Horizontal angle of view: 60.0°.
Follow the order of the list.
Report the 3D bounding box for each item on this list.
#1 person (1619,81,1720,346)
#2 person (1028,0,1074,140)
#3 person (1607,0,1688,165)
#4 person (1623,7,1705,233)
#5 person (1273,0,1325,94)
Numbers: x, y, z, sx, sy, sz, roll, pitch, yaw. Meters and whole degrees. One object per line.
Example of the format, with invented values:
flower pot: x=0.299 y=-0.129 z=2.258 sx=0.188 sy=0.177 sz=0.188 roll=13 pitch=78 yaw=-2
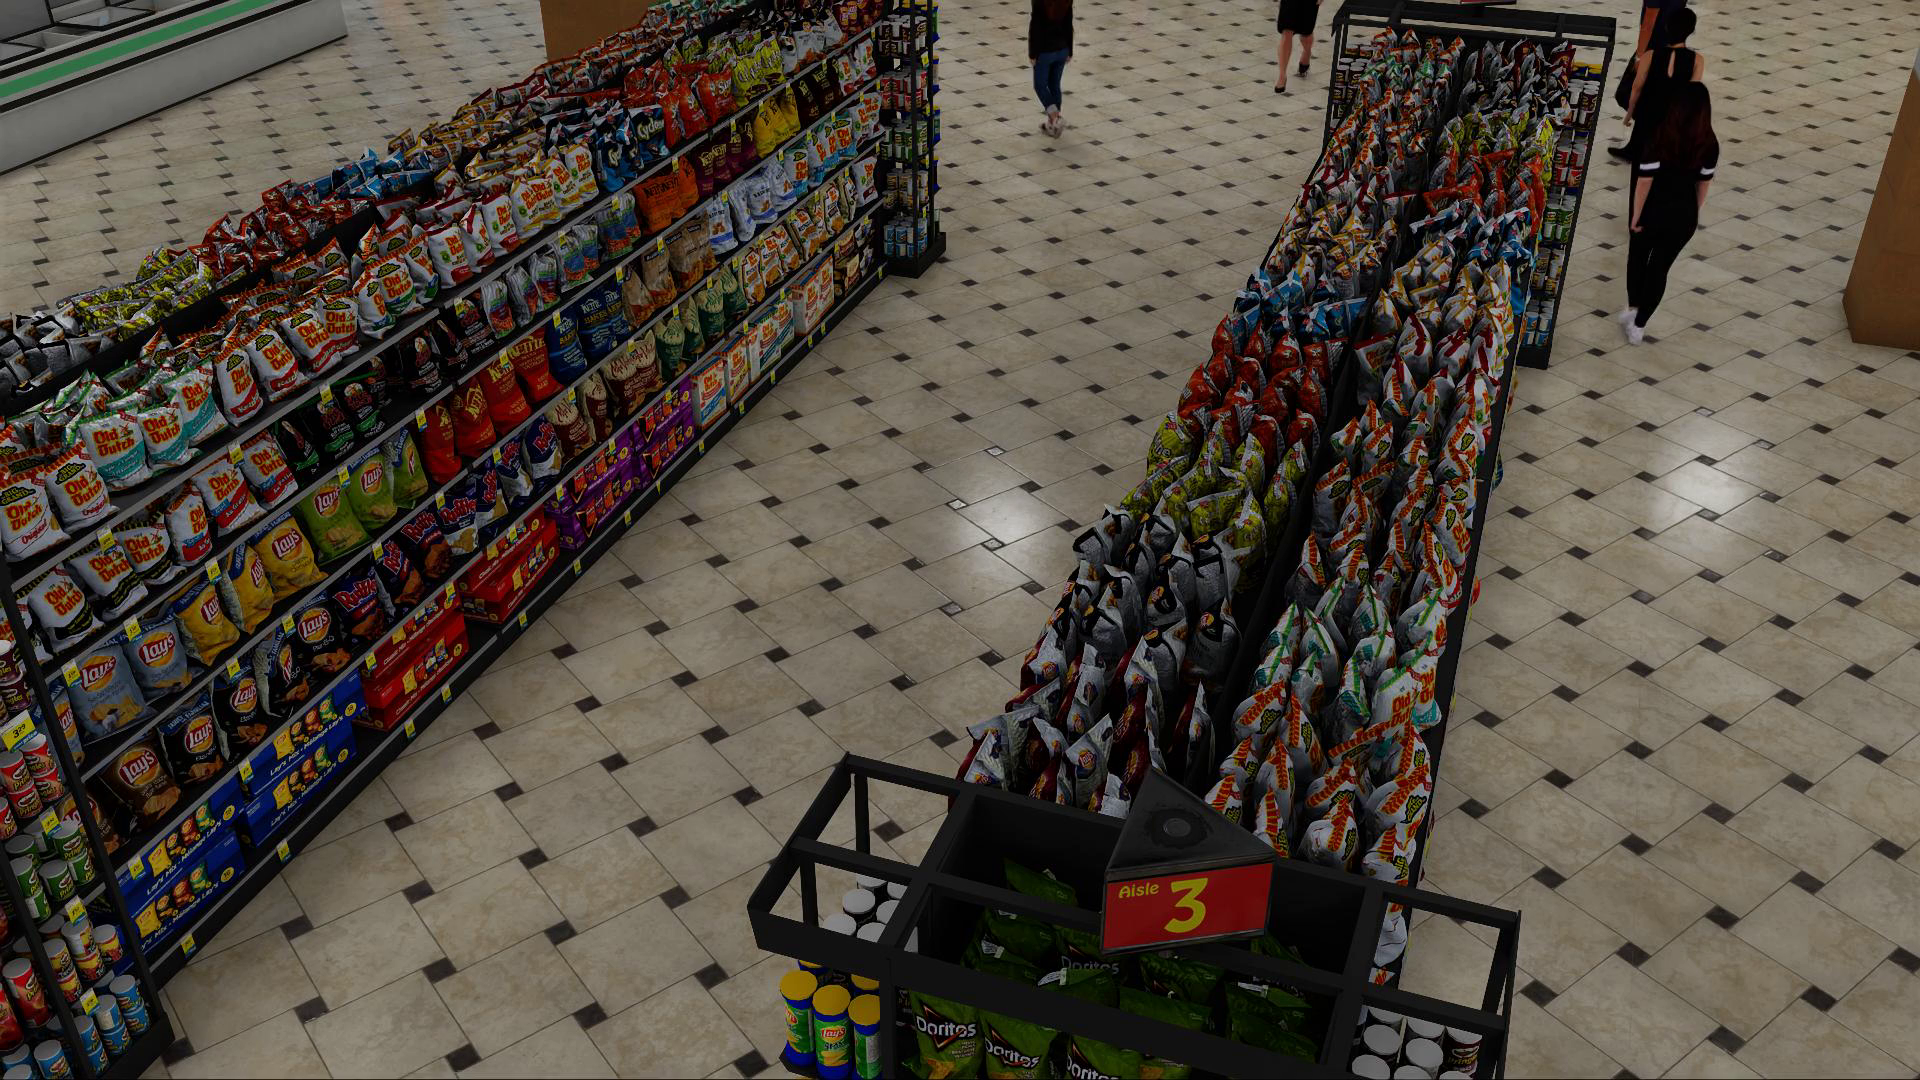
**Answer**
person: x=4.306 y=-1.944 z=10.117 sx=0.643 sy=1.625 sz=0.646 roll=6 pitch=32 yaw=9
person: x=0.780 y=-3.976 z=13.529 sx=0.828 sy=1.469 sz=0.869 roll=-18 pitch=36 yaw=-26
person: x=5.454 y=-3.761 z=12.889 sx=0.850 sy=1.780 sz=0.893 roll=-23 pitch=39 yaw=-32
person: x=4.896 y=-2.876 z=11.664 sx=0.615 sy=1.571 sz=0.928 roll=10 pitch=33 yaw=15
person: x=3.048 y=-4.846 z=14.758 sx=0.681 sy=1.649 sz=0.979 roll=11 pitch=34 yaw=18
